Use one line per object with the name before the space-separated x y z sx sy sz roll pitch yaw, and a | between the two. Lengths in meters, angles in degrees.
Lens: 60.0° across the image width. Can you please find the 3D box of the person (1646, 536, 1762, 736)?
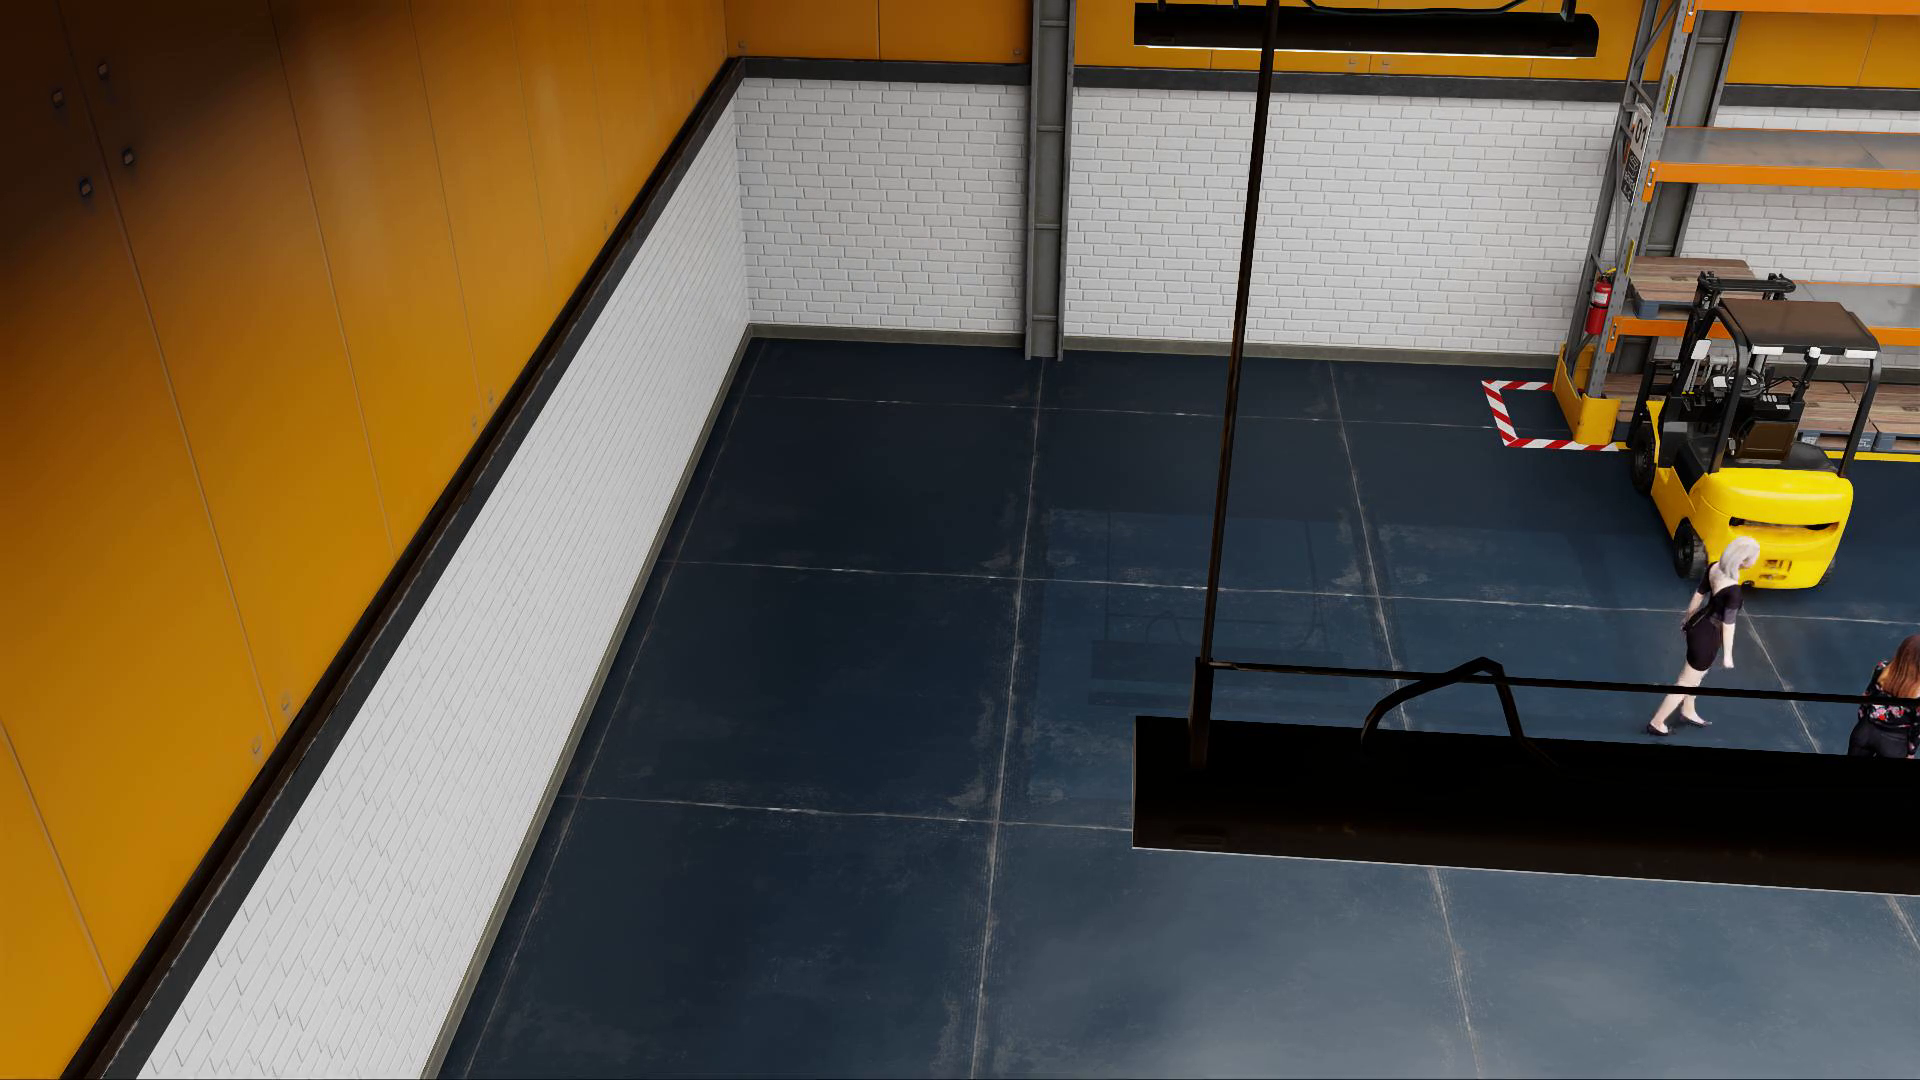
person | 5.273 0.727 11.941 0.789 1.811 0.677 -3 34 -5

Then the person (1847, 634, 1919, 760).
person | 6.202 1.317 11.168 0.688 1.684 0.644 -21 39 -29
